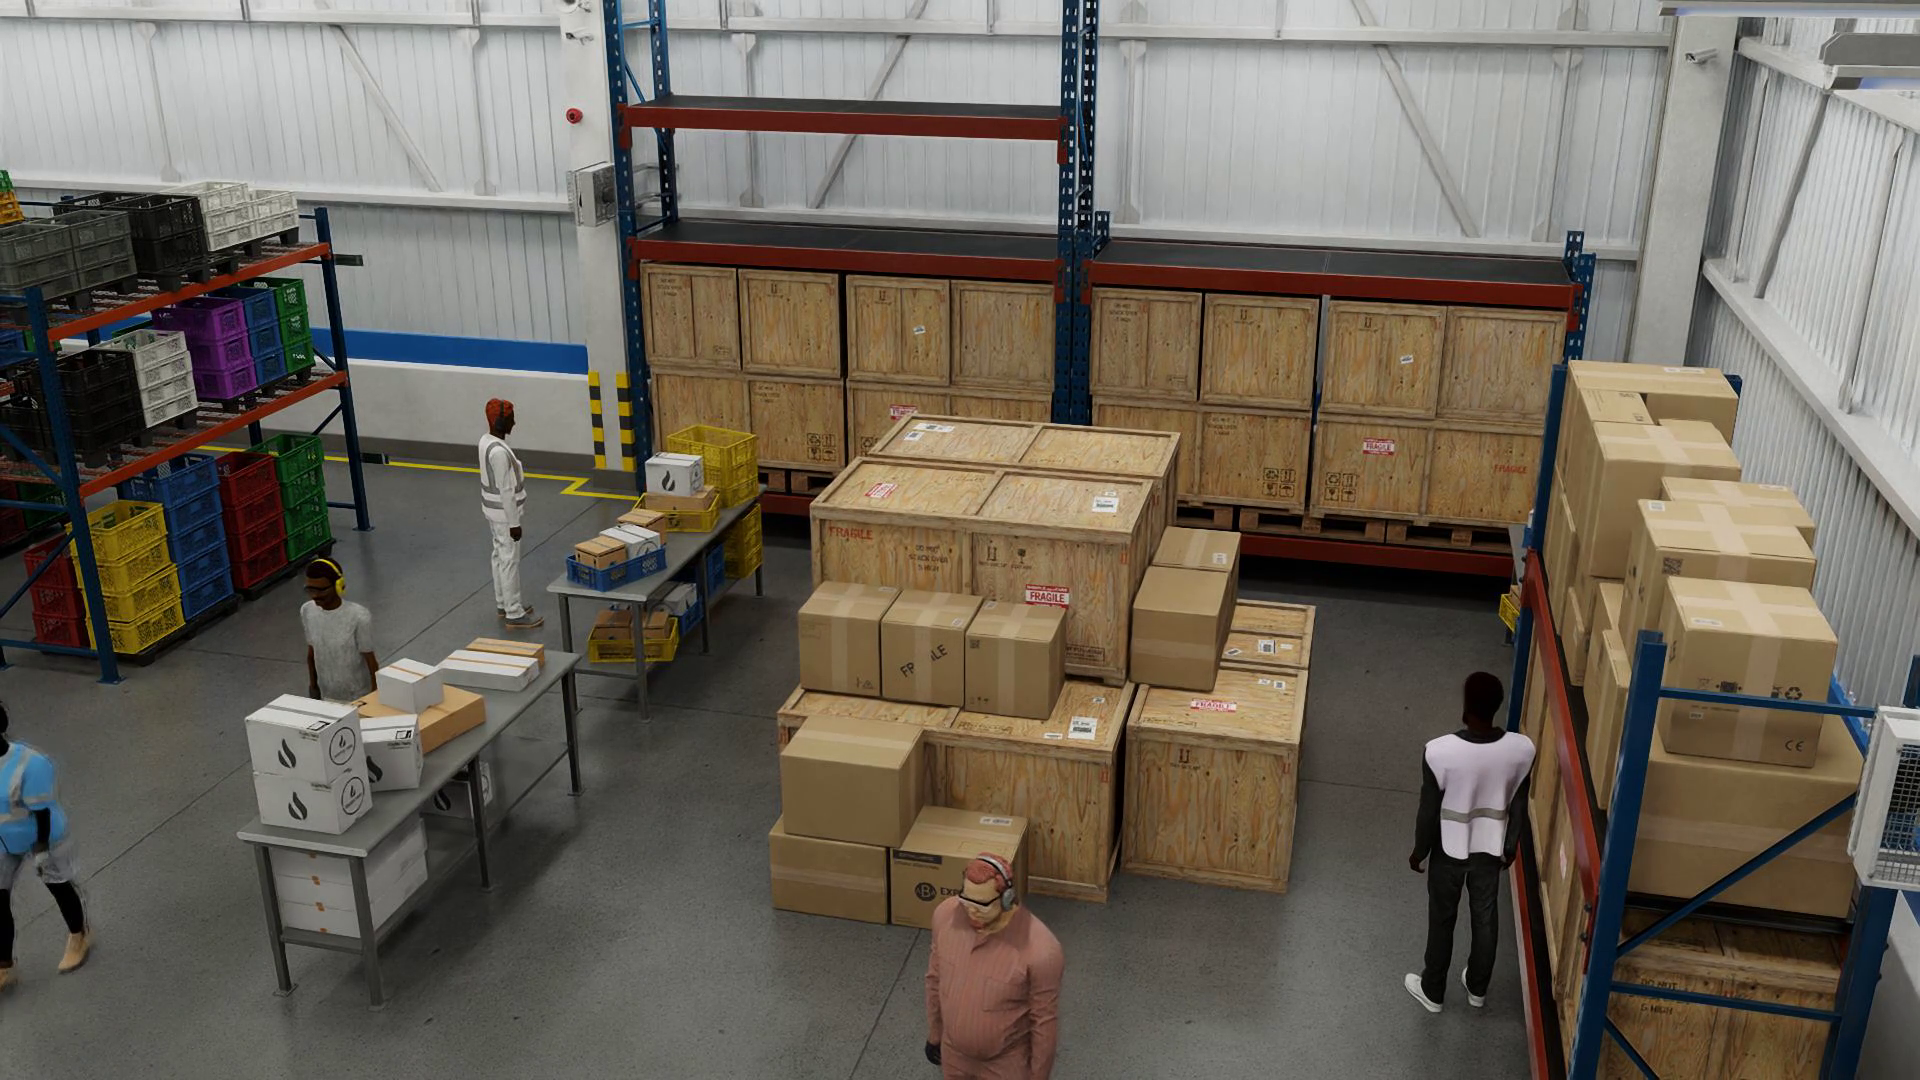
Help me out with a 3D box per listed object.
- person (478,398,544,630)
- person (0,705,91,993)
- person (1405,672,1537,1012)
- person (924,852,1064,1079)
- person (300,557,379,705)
[{"bbox_3d":[-3.635,-0.214,13.325,0.355,1.884,0.574,-11,23,-26],"label":"person"},{"bbox_3d":[-5.022,1.639,8.755,0.540,1.670,0.710,3,21,8],"label":"person"},{"bbox_3d":[2.623,1.572,8.603,0.593,1.920,0.391,-3,21,-7],"label":"person"},{"bbox_3d":[0.107,2.168,7.076,0.639,1.900,0.401,14,25,32],"label":"person"},{"bbox_3d":[-3.797,0.969,10.267,0.516,1.861,0.316,6,22,16],"label":"person"}]
